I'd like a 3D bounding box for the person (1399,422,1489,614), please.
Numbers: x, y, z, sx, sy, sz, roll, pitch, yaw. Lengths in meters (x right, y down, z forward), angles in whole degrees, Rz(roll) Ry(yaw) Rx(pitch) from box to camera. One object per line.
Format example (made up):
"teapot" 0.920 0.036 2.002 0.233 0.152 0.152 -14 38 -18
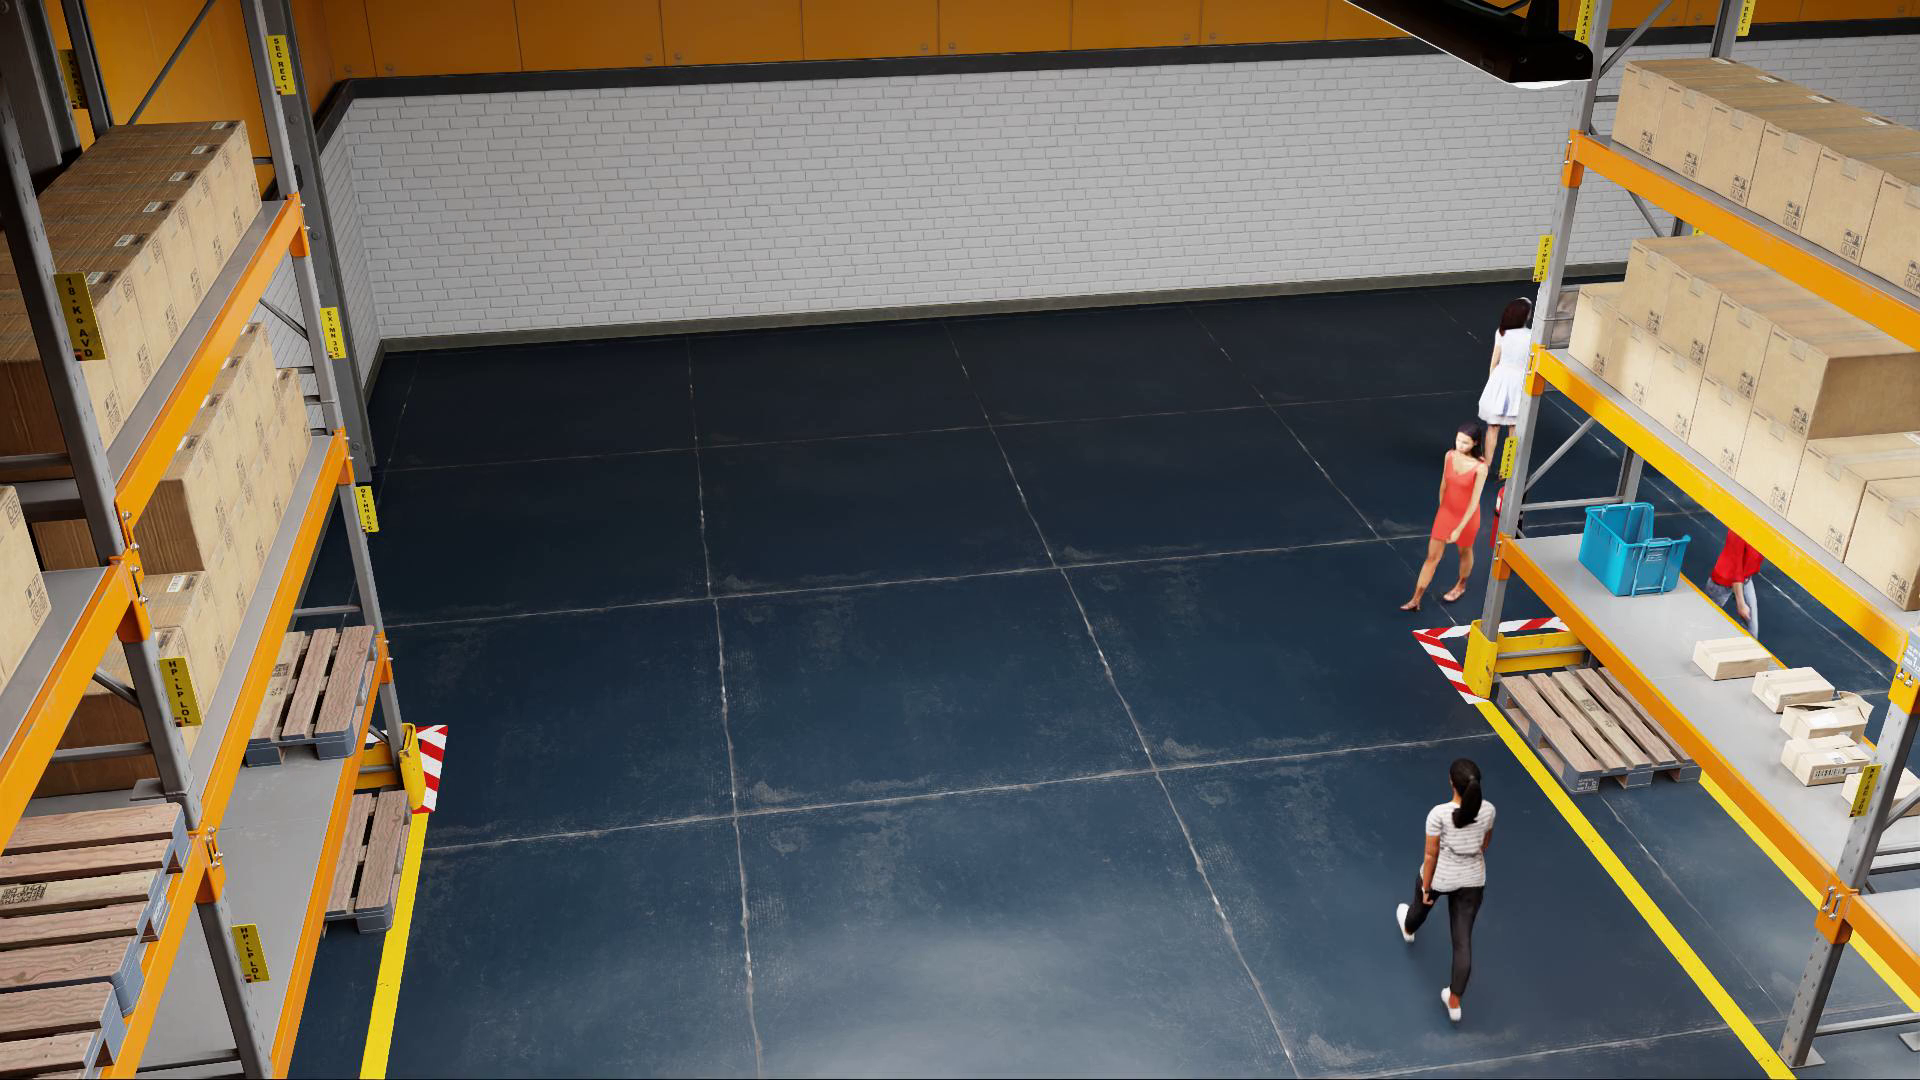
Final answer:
"person" 4.123 -0.191 13.565 1.020 1.677 1.074 -25 37 -38

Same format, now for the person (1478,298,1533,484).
"person" 5.162 -1.395 15.630 0.852 1.814 0.900 13 31 22

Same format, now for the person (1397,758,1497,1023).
"person" 2.873 2.032 9.586 0.695 1.585 1.150 -1 29 -1
